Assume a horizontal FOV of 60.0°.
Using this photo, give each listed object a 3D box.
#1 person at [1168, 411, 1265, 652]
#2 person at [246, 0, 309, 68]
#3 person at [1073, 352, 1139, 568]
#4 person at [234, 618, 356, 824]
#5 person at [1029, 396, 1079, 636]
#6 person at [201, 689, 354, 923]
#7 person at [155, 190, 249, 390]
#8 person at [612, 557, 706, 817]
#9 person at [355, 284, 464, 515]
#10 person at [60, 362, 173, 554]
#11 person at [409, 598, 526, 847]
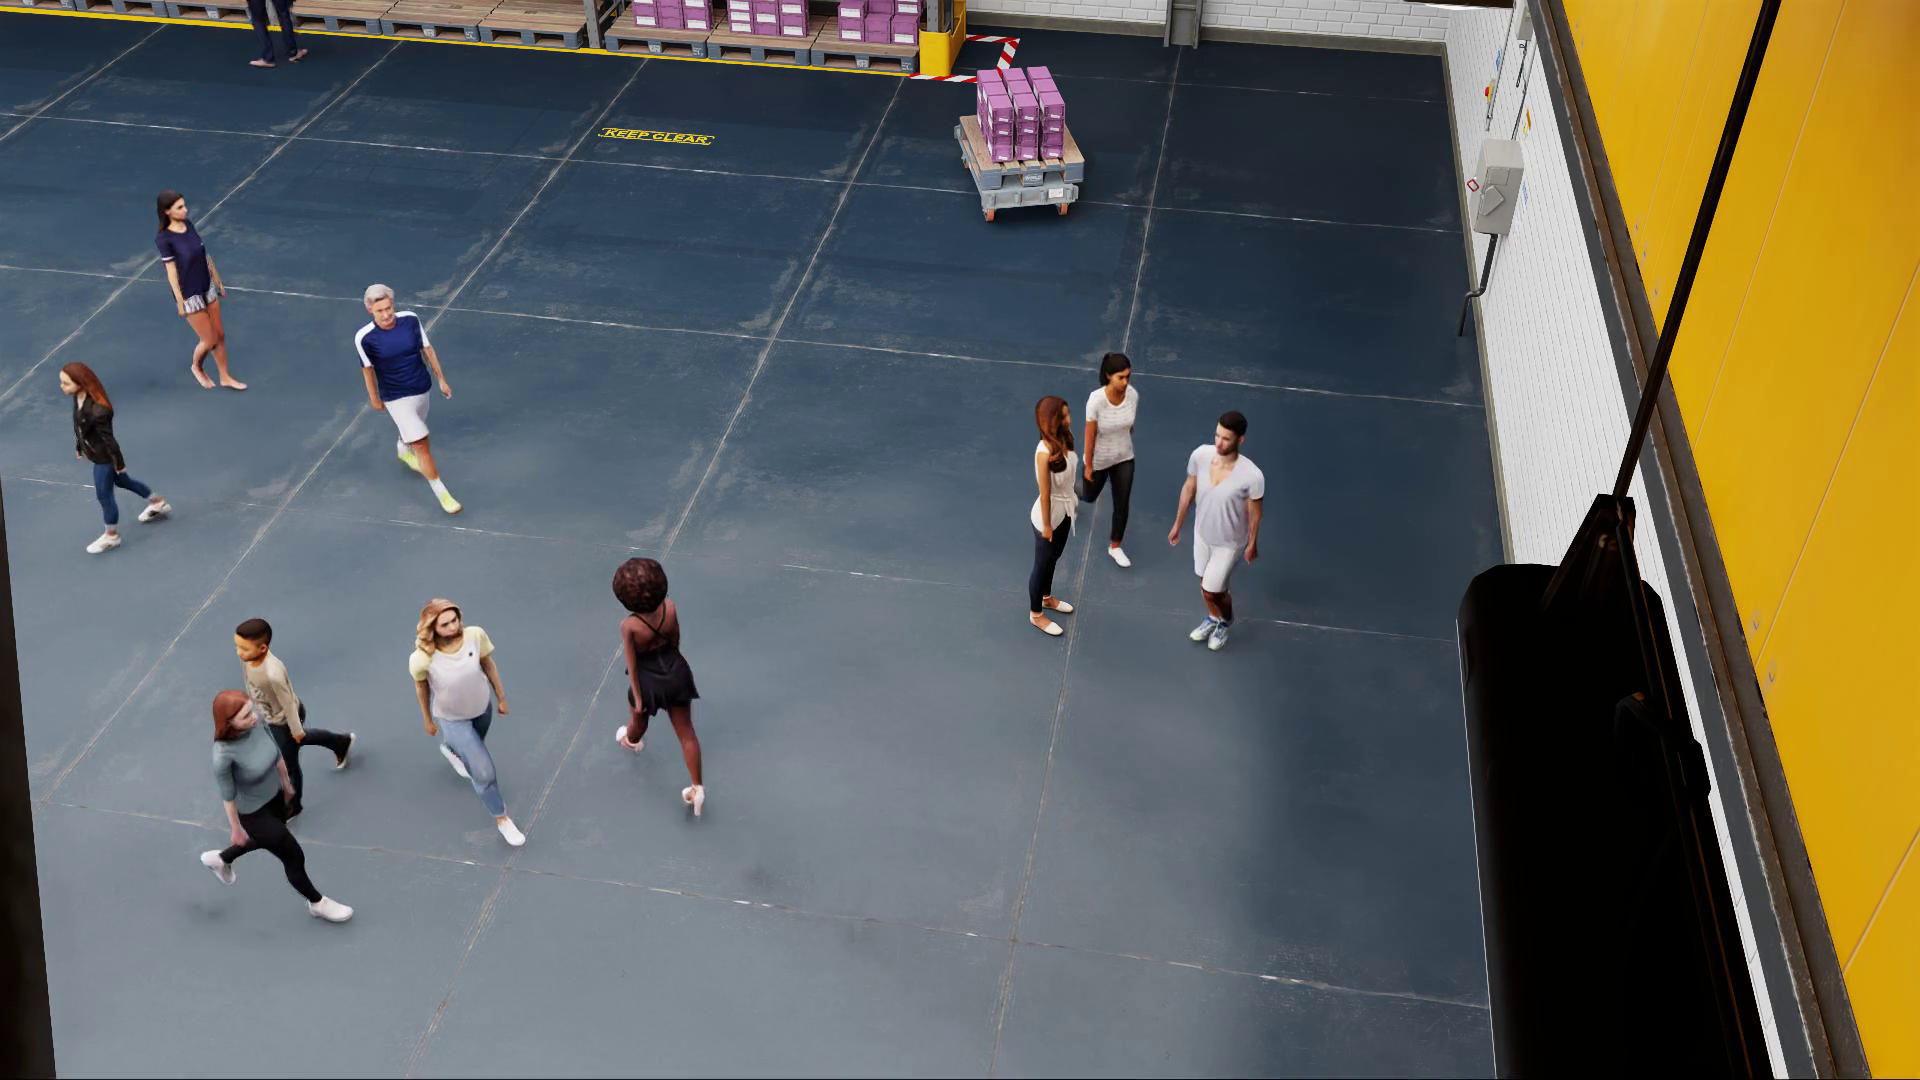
[{"bbox_3d":[1.748,-0.100,10.812,0.872,1.839,0.785,-31,48,-33],"label":"person"},{"bbox_3d":[-7.691,-6.197,18.462,0.848,1.819,0.945,-10,40,-12],"label":"person"},{"bbox_3d":[0.986,-0.614,11.633,1.023,1.618,0.959,-14,41,-17],"label":"person"},{"bbox_3d":[-3.929,0.993,9.759,0.963,1.445,0.914,28,46,30],"label":"person"},{"bbox_3d":[0.598,-0.172,10.960,0.612,1.767,0.632,16,41,19],"label":"person"},{"bbox_3d":[-3.841,1.440,8.981,1.079,1.718,0.614,6,39,8],"label":"person"},{"bbox_3d":[-6.130,-1.958,13.205,0.668,1.756,0.632,11,40,13],"label":"person"},{"bbox_3d":[-1.685,0.894,9.643,1.010,1.745,1.121,-28,46,-30],"label":"person"},{"bbox_3d":[-4.084,-1.112,12.121,1.292,1.786,1.075,29,47,32],"label":"person"},{"bbox_3d":[-6.031,-0.656,11.811,0.933,1.461,0.893,-26,46,-29],"label":"person"},{"bbox_3d":[-2.912,0.956,9.614,1.231,1.685,1.063,32,48,33],"label":"person"}]
